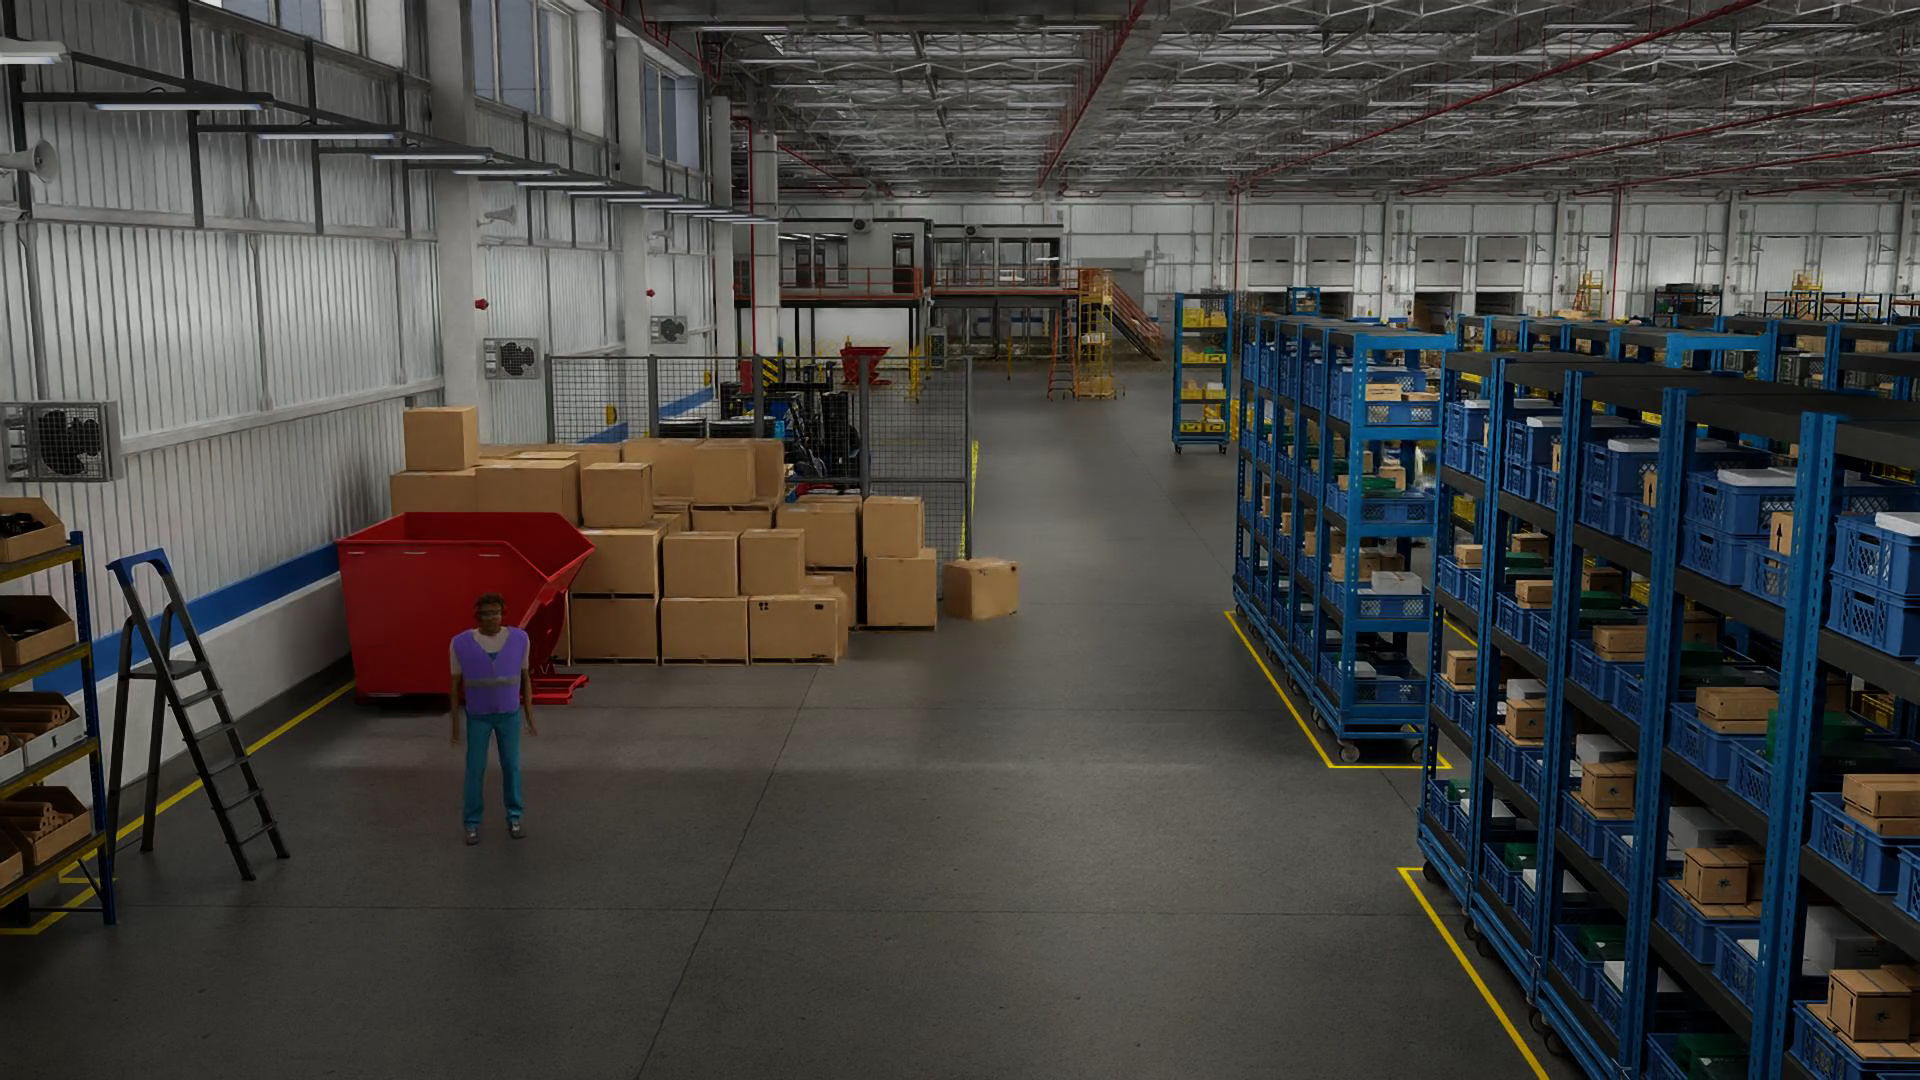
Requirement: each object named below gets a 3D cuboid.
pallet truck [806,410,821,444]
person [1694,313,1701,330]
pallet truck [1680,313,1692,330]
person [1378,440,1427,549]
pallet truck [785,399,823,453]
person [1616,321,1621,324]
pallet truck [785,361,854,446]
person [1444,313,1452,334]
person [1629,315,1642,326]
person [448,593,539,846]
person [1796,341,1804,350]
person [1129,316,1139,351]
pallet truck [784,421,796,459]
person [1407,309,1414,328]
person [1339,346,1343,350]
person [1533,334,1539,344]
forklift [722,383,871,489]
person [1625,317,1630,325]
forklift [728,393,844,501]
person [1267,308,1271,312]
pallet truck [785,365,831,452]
[{"bbox_3d":[-3.559,-2.018,33.905,1.522,1.261,0.704,0,9,-1],"label":"pallet truck"},{"bbox_3d":[39.034,-11.076,88.079,0.507,1.842,0.339,-3,10,-19],"label":"person"},{"bbox_3d":[36.315,-10.531,84.244,0.823,1.965,1.885,-6,11,-33],"label":"pallet truck"},{"bbox_3d":[6.549,-0.776,24.682,0.893,1.787,0.626,6,11,32],"label":"person"},{"bbox_3d":[-3.814,-2.432,36.419,1.630,1.274,0.653,0,9,1],"label":"pallet truck"},{"bbox_3d":[31.014,-9.476,78.531,0.785,1.719,0.561,1,9,8],"label":"person"},{"bbox_3d":[-3.410,-3.193,38.978,1.885,1.965,0.823,0,9,-1],"label":"pallet truck"},{"bbox_3d":[25.166,-10.761,85.862,0.425,1.938,0.603,-3,10,-15],"label":"person"},{"bbox_3d":[34.505,-10.576,85.020,0.633,1.842,0.429,4,10,22],"label":"person"},{"bbox_3d":[-3.362,1.271,11.968,0.634,1.826,0.424,-5,10,-26],"label":"person"},{"bbox_3d":[27.217,-5.534,53.980,0.596,1.809,0.546,0,9,0],"label":"person"},{"bbox_3d":[8.871,-10.560,84.894,0.627,1.847,0.429,5,11,30],"label":"person"},{"bbox_3d":[-4.013,-1.793,32.705,1.601,1.201,0.680,0,9,1],"label":"pallet truck"},{"bbox_3d":[25.604,-12.190,94.733,0.398,1.918,0.590,8,12,41],"label":"person"},{"bbox_3d":[13.463,-6.367,58.641,1.091,1.975,0.614,4,10,25],"label":"person"},{"bbox_3d":[24.113,-8.157,69.812,0.604,1.920,1.075,-2,9,-11],"label":"person"},{"bbox_3d":[-2.893,-1.687,28.729,2.680,1.987,1.157,0,9,-1],"label":"forklift"},{"bbox_3d":[31.172,-9.453,77.838,0.590,1.917,0.405,4,10,26],"label":"person"},{"bbox_3d":[-2.979,-1.316,26.476,2.680,1.987,1.157,0,9,1],"label":"forklift"},{"bbox_3d":[17.889,-12.484,96.467,0.543,1.939,0.361,-6,11,-32],"label":"person"},{"bbox_3d":[-3.774,-2.976,37.635,1.885,1.965,0.823,1,9,5],"label":"pallet truck"}]
